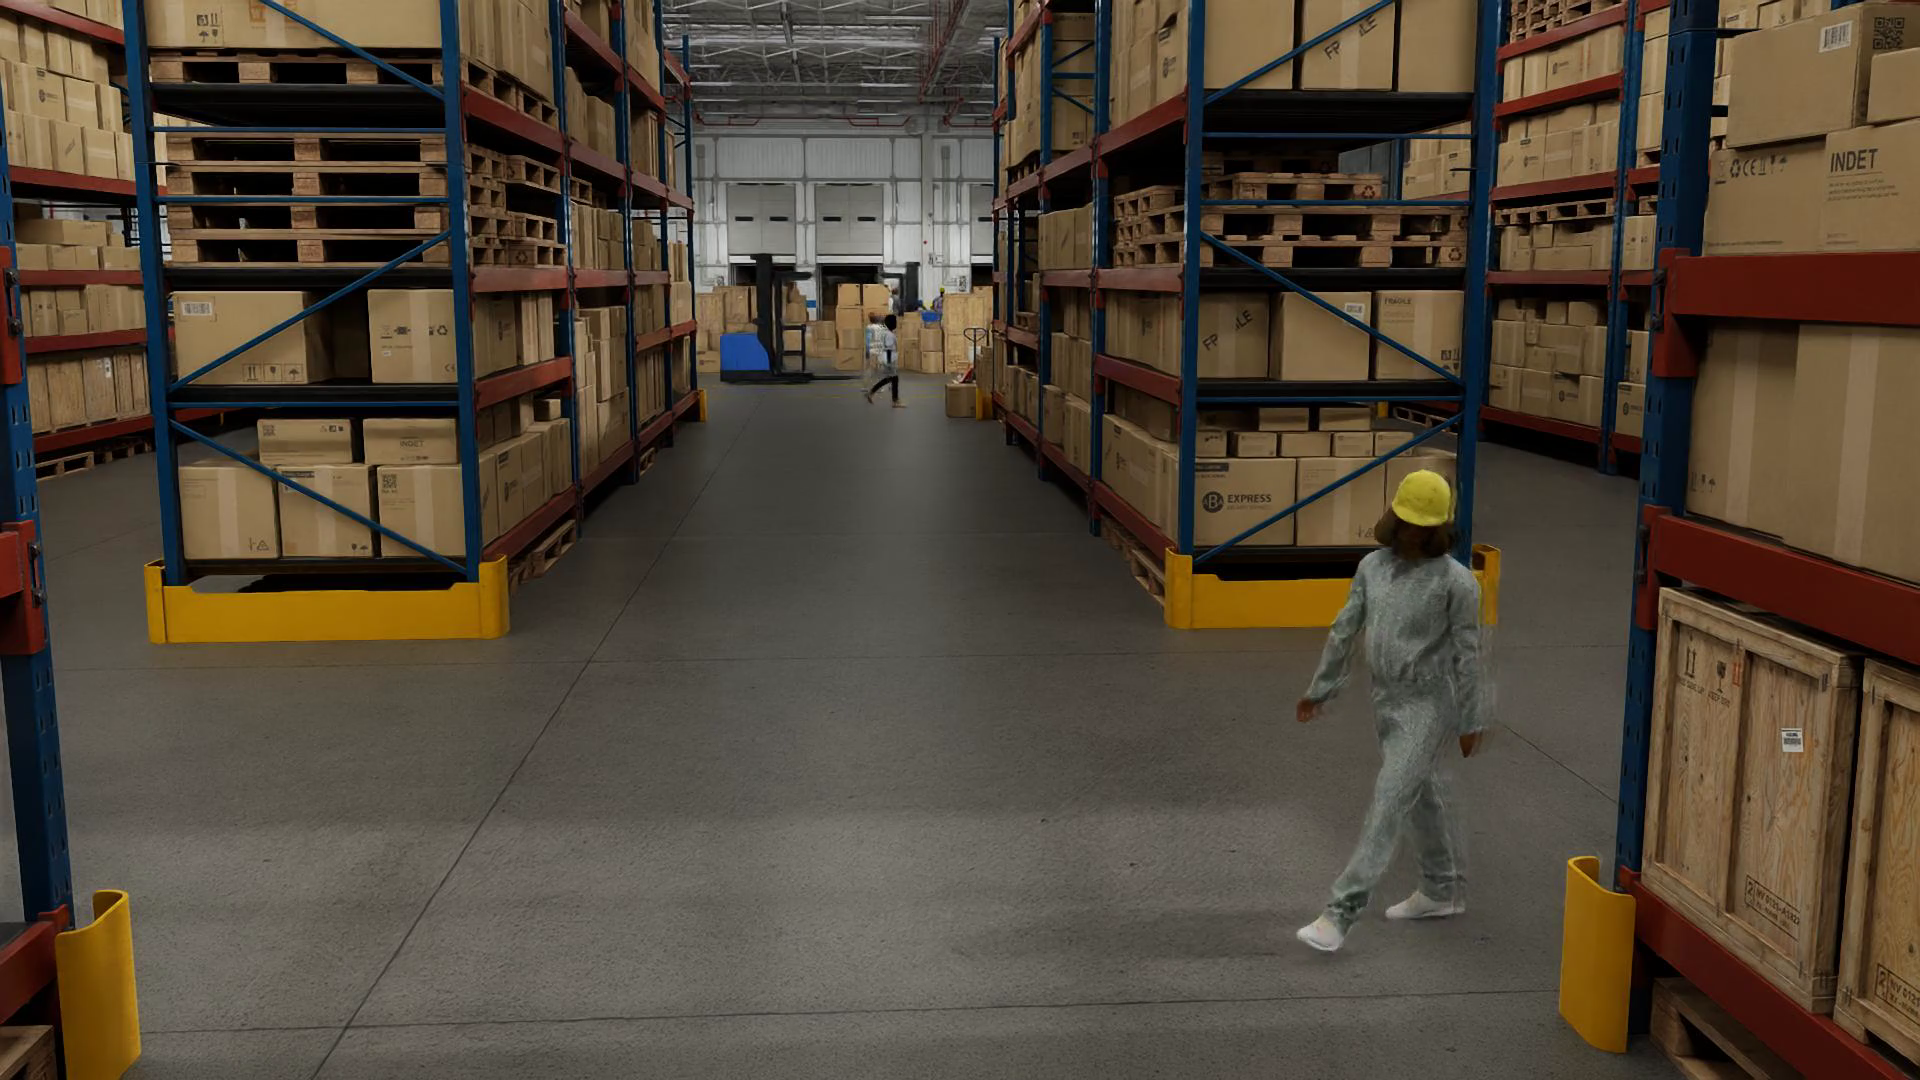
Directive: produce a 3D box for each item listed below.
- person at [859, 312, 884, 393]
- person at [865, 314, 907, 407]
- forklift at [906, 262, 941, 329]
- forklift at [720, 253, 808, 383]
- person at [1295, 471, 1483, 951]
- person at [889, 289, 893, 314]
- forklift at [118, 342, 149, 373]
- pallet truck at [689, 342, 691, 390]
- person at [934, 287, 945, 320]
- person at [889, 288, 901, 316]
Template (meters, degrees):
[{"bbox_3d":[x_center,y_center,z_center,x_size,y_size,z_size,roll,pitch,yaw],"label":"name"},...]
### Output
[{"bbox_3d":[-1.789,-3.768,33.409,0.620,1.617,0.541,8,12,41],"label":"person"},{"bbox_3d":[-1.326,-3.192,29.640,0.661,1.681,0.535,-1,9,-8],"label":"person"},{"bbox_3d":[-1.636,-8.344,58.222,1.873,2.768,1.129,1,9,8],"label":"forklift"},{"bbox_3d":[-4.261,-4.824,36.118,1.873,2.768,1.129,-1,9,-4],"label":"forklift"},{"bbox_3d":[1.479,0.593,5.809,0.895,1.688,0.576,-5,10,-29],"label":"person"},{"bbox_3d":[-2.413,-7.288,54.541,0.354,1.936,0.635,8,12,40],"label":"person"},{"bbox_3d":[-15.691,-4.010,31.011,1.129,2.768,1.873,-1,9,-4],"label":"forklift"},{"bbox_3d":[-5.225,-3.008,27.480,1.885,1.965,0.823,2,9,14],"label":"pallet truck"},{"bbox_3d":[-0.648,-8.308,60.979,0.594,1.925,0.369,-1,9,-6],"label":"person"},{"bbox_3d":[-2.302,-7.827,57.976,0.636,1.928,0.383,4,10,22],"label":"person"}]
